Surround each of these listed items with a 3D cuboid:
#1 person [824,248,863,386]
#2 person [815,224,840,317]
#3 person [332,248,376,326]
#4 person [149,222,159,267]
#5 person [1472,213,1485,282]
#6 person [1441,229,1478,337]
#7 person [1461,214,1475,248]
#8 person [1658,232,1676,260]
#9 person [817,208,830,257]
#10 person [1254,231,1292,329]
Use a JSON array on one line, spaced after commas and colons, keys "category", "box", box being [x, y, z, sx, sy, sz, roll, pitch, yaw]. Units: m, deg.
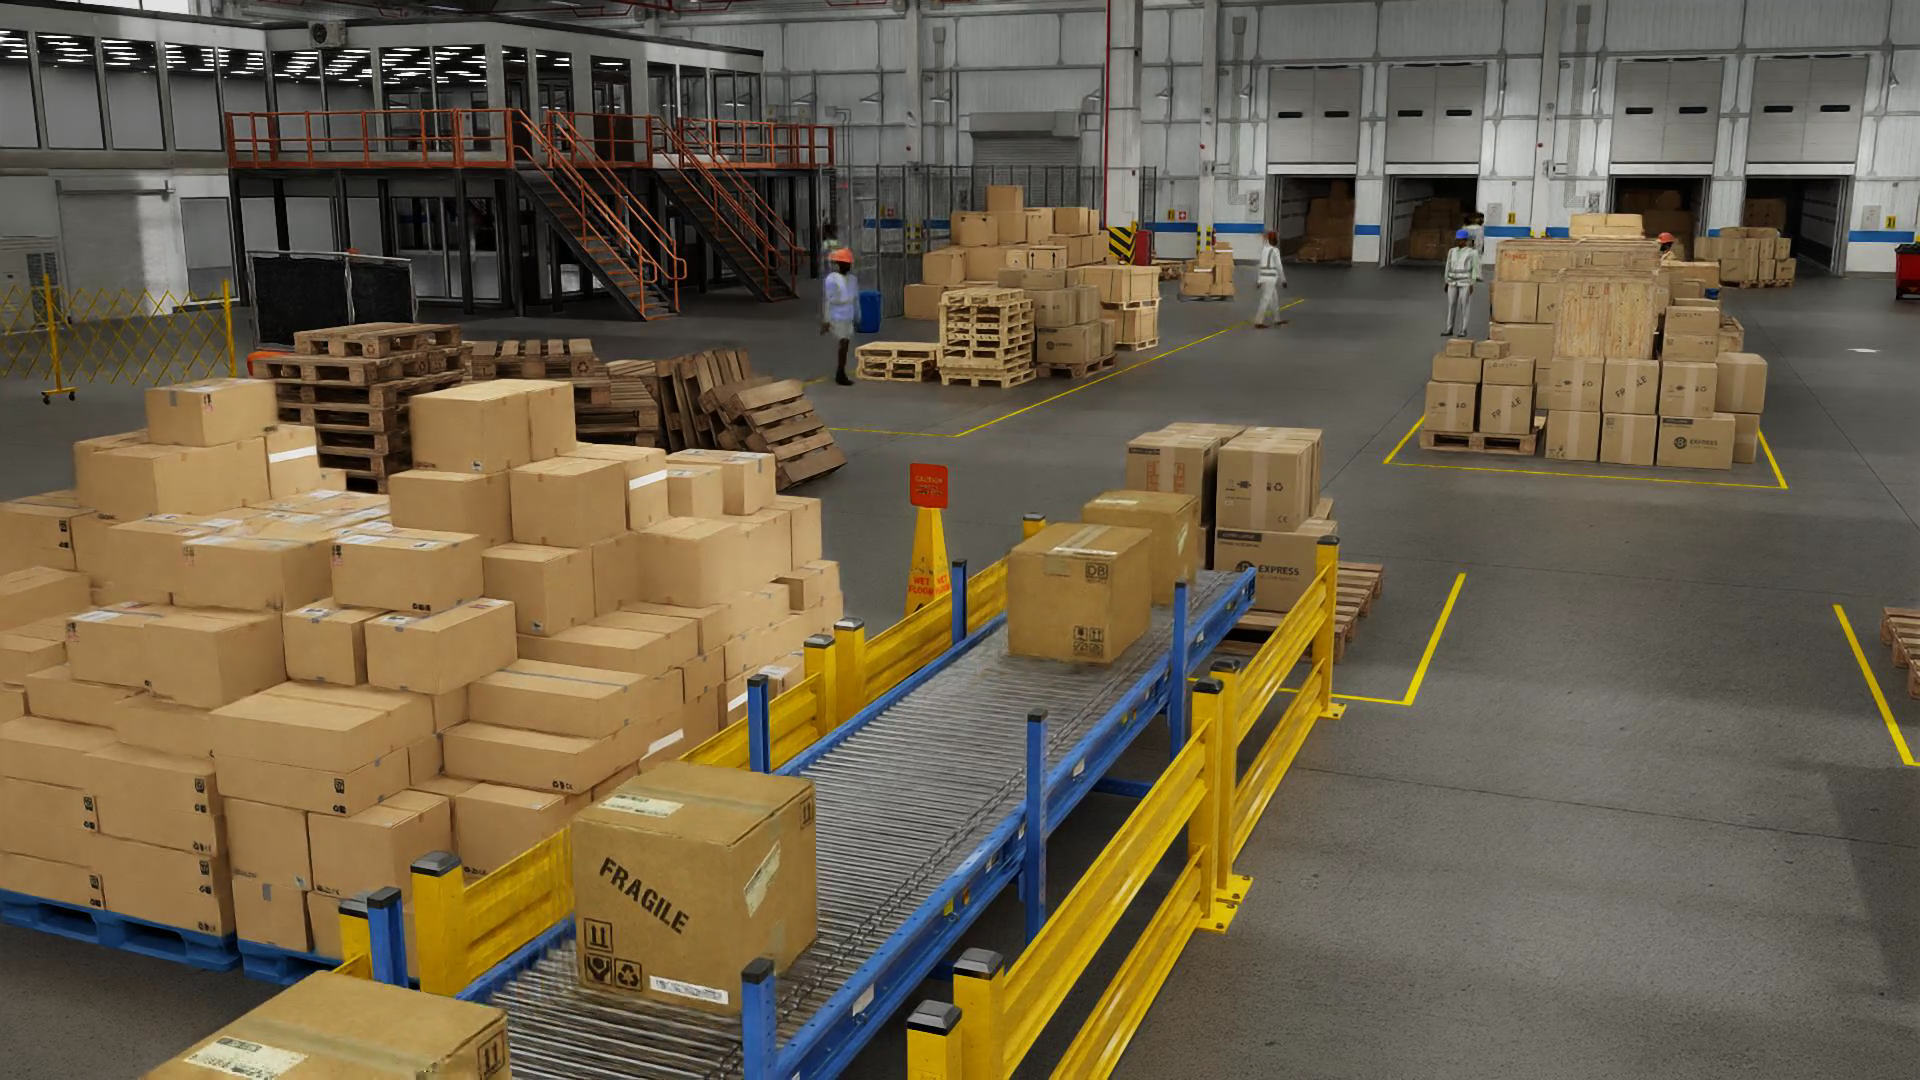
[{"category": "person", "box": [-1.590, -3.107, 23.286, 0.526, 1.920, 0.580, 11, 17, 41]}, {"category": "person", "box": [-2.707, -5.508, 34.101, 0.480, 1.908, 0.629, 6, 14, 24]}, {"category": "person", "box": [-8.814, -3.300, 24.241, 0.577, 1.884, 0.353, -7, 14, -29]}, {"category": "person", "box": [-17.406, -6.002, 36.315, 0.673, 1.887, 0.657, 6, 14, 25]}, {"category": "person", "box": [14.023, -7.924, 45.071, 0.541, 1.846, 0.533, -12, 17, -42]}, {"category": "person", "box": [9.089, -4.672, 30.251, 0.602, 1.948, 0.386, 12, 17, 42]}, {"category": "person", "box": [14.039, -8.092, 45.967, 0.960, 1.799, 0.643, -6, 14, -26]}, {"category": "person", "box": [12.226, -4.373, 28.939, 0.375, 1.933, 0.550, 3, 13, 13]}, {"category": "person", "box": [-4.189, -9.183, 50.717, 0.514, 1.845, 0.337, -9, 16, -36]}, {"category": "person", "box": [6.011, -4.935, 31.672, 0.941, 1.840, 0.584, -4, 13, -16]}]
